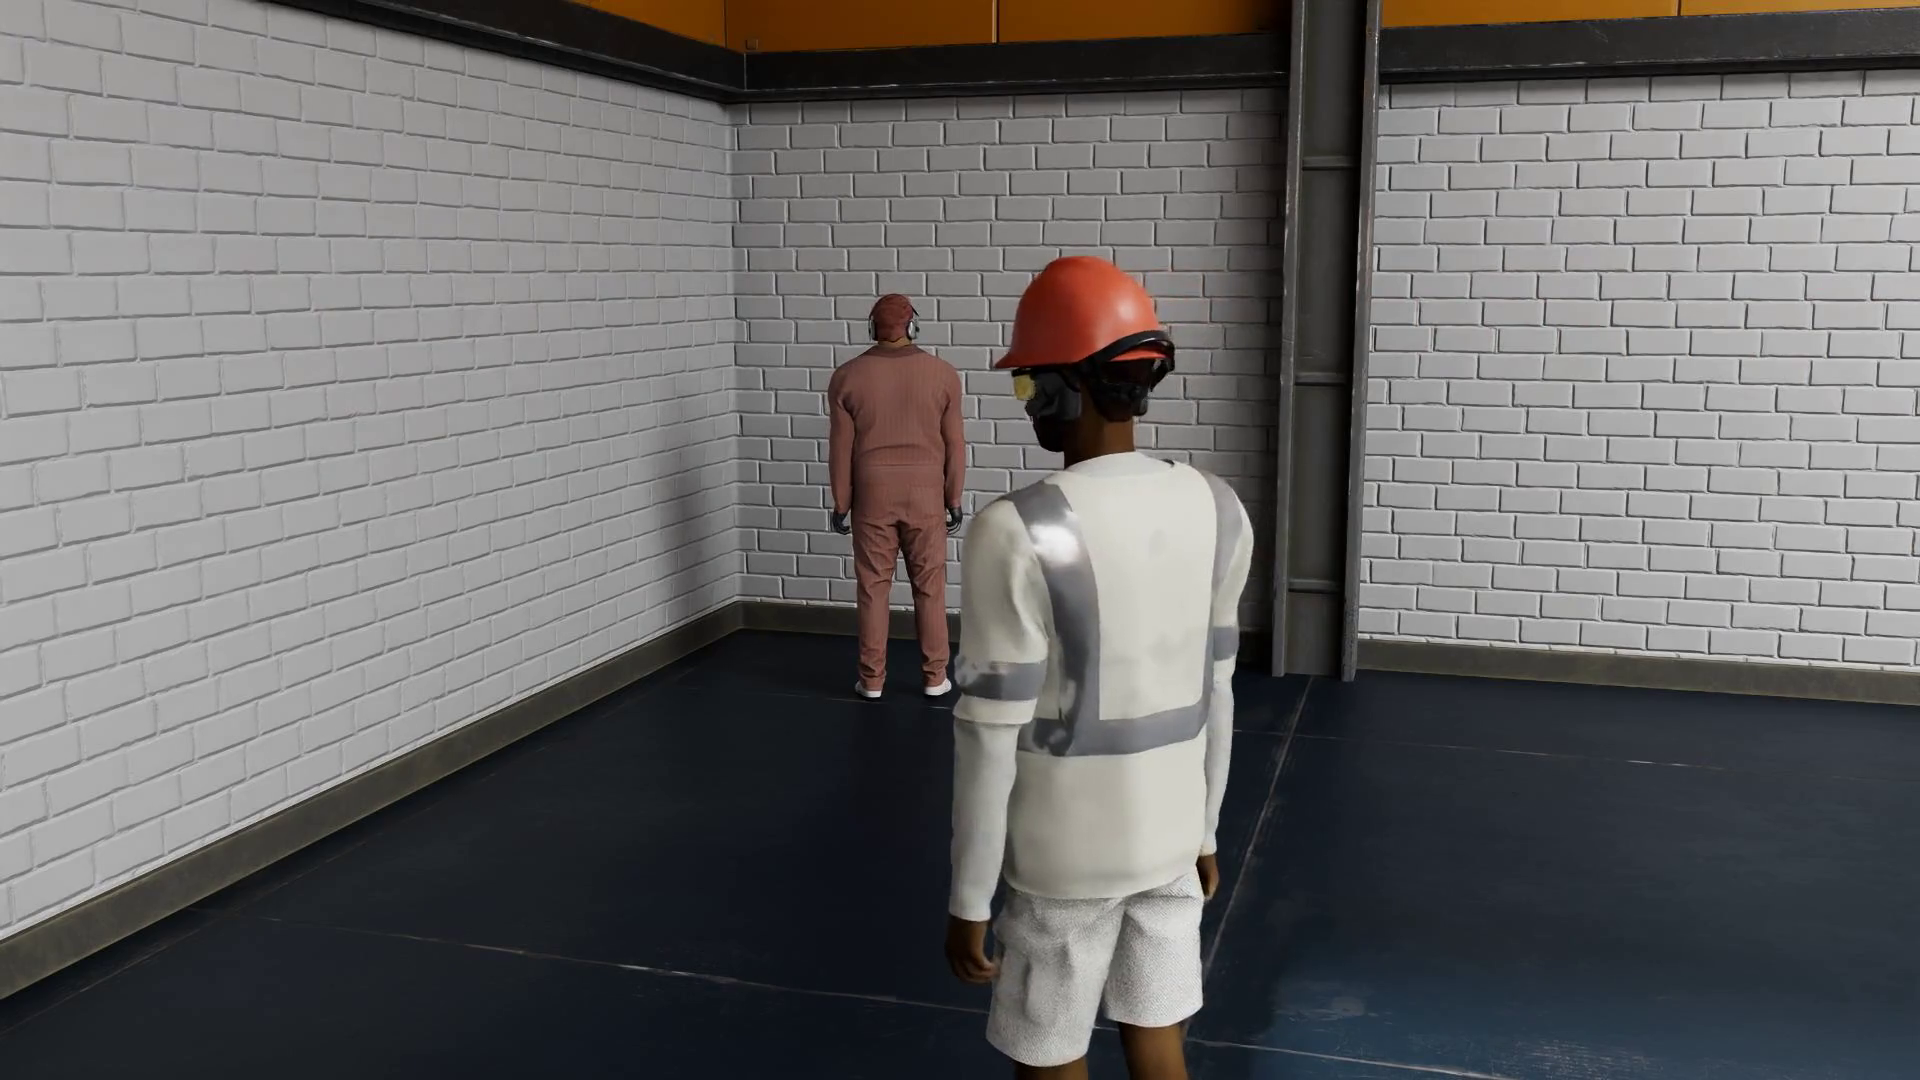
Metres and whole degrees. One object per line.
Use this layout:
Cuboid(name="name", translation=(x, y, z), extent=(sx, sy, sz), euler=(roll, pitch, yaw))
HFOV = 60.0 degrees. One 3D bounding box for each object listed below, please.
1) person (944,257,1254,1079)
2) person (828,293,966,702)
Cuboid(name="person", translation=(0.225, 0.532, 2.946), extent=(0.608, 2.038, 0.399), euler=(-7, 12, -36))
Cuboid(name="person", translation=(-0.292, -0.190, 7.769), extent=(0.639, 1.902, 0.406), euler=(-1, 9, -3))
